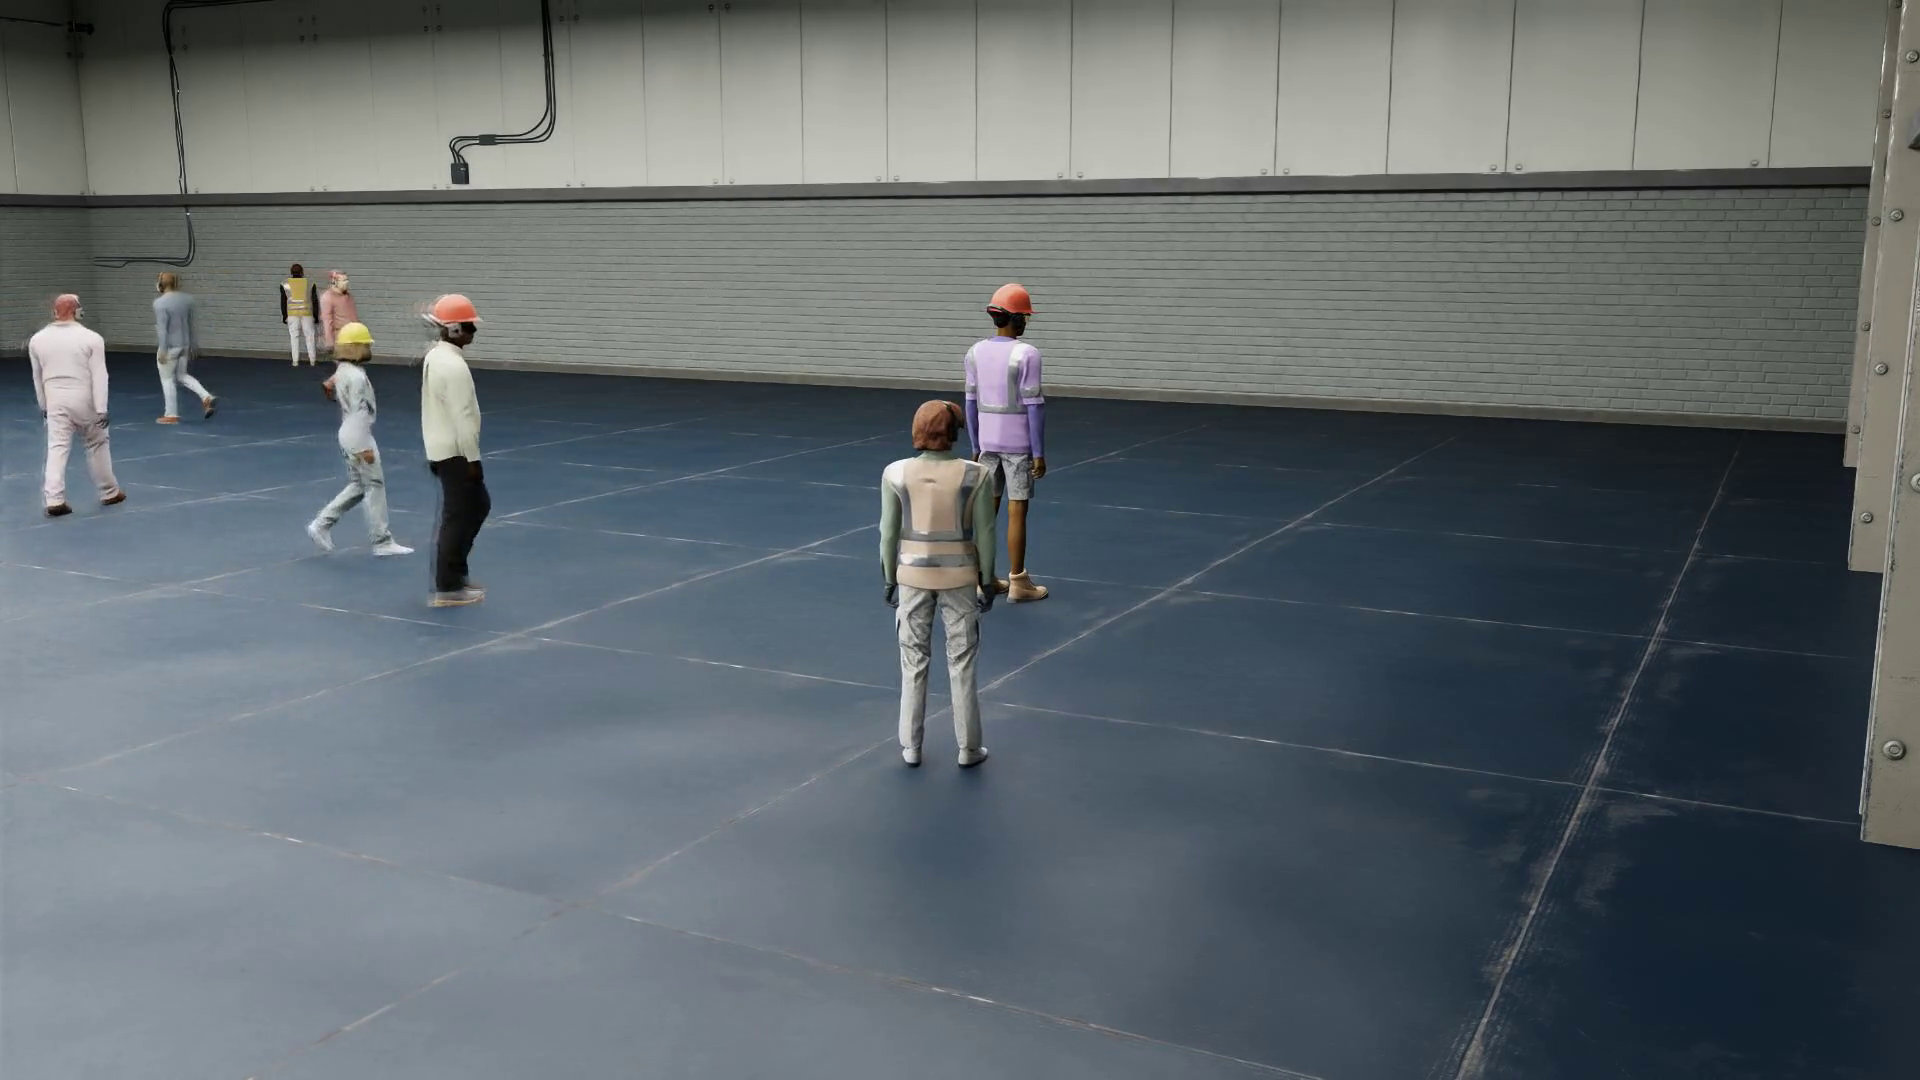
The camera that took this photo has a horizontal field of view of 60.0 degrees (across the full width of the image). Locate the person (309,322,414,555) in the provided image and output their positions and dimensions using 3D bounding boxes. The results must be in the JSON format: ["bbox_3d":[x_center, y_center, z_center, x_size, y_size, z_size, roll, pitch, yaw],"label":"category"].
[{"bbox_3d":[-4.407,-0.723,12.143,0.651,1.729,0.499,-6,12,-30],"label":"person"}]

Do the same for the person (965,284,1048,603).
[{"bbox_3d":[0.317,-0.617,10.704,0.614,2.043,0.374,9,14,40],"label":"person"}]

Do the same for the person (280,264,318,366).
[{"bbox_3d":[-11.900,-4.053,29.995,0.633,1.839,0.429,-5,11,-23],"label":"person"}]

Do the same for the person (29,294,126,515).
[{"bbox_3d":[-7.561,-1.162,14.194,0.664,1.857,0.991,0,10,-1],"label":"person"}]

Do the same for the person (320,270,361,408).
[{"bbox_3d":[-8.505,-2.745,22.728,0.581,1.888,0.661,2,11,11],"label":"person"}]

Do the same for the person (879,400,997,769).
[{"bbox_3d":[-0.097,0.201,7.350,0.517,1.636,0.314,2,11,9],"label":"person"}]

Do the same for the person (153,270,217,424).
[{"bbox_3d":[-9.738,-2.392,20.735,0.671,1.924,0.632,2,11,9],"label":"person"}]

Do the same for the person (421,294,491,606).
[{"bbox_3d":[-3.164,-0.561,10.558,0.515,1.976,0.659,-6,12,-29],"label":"person"}]
